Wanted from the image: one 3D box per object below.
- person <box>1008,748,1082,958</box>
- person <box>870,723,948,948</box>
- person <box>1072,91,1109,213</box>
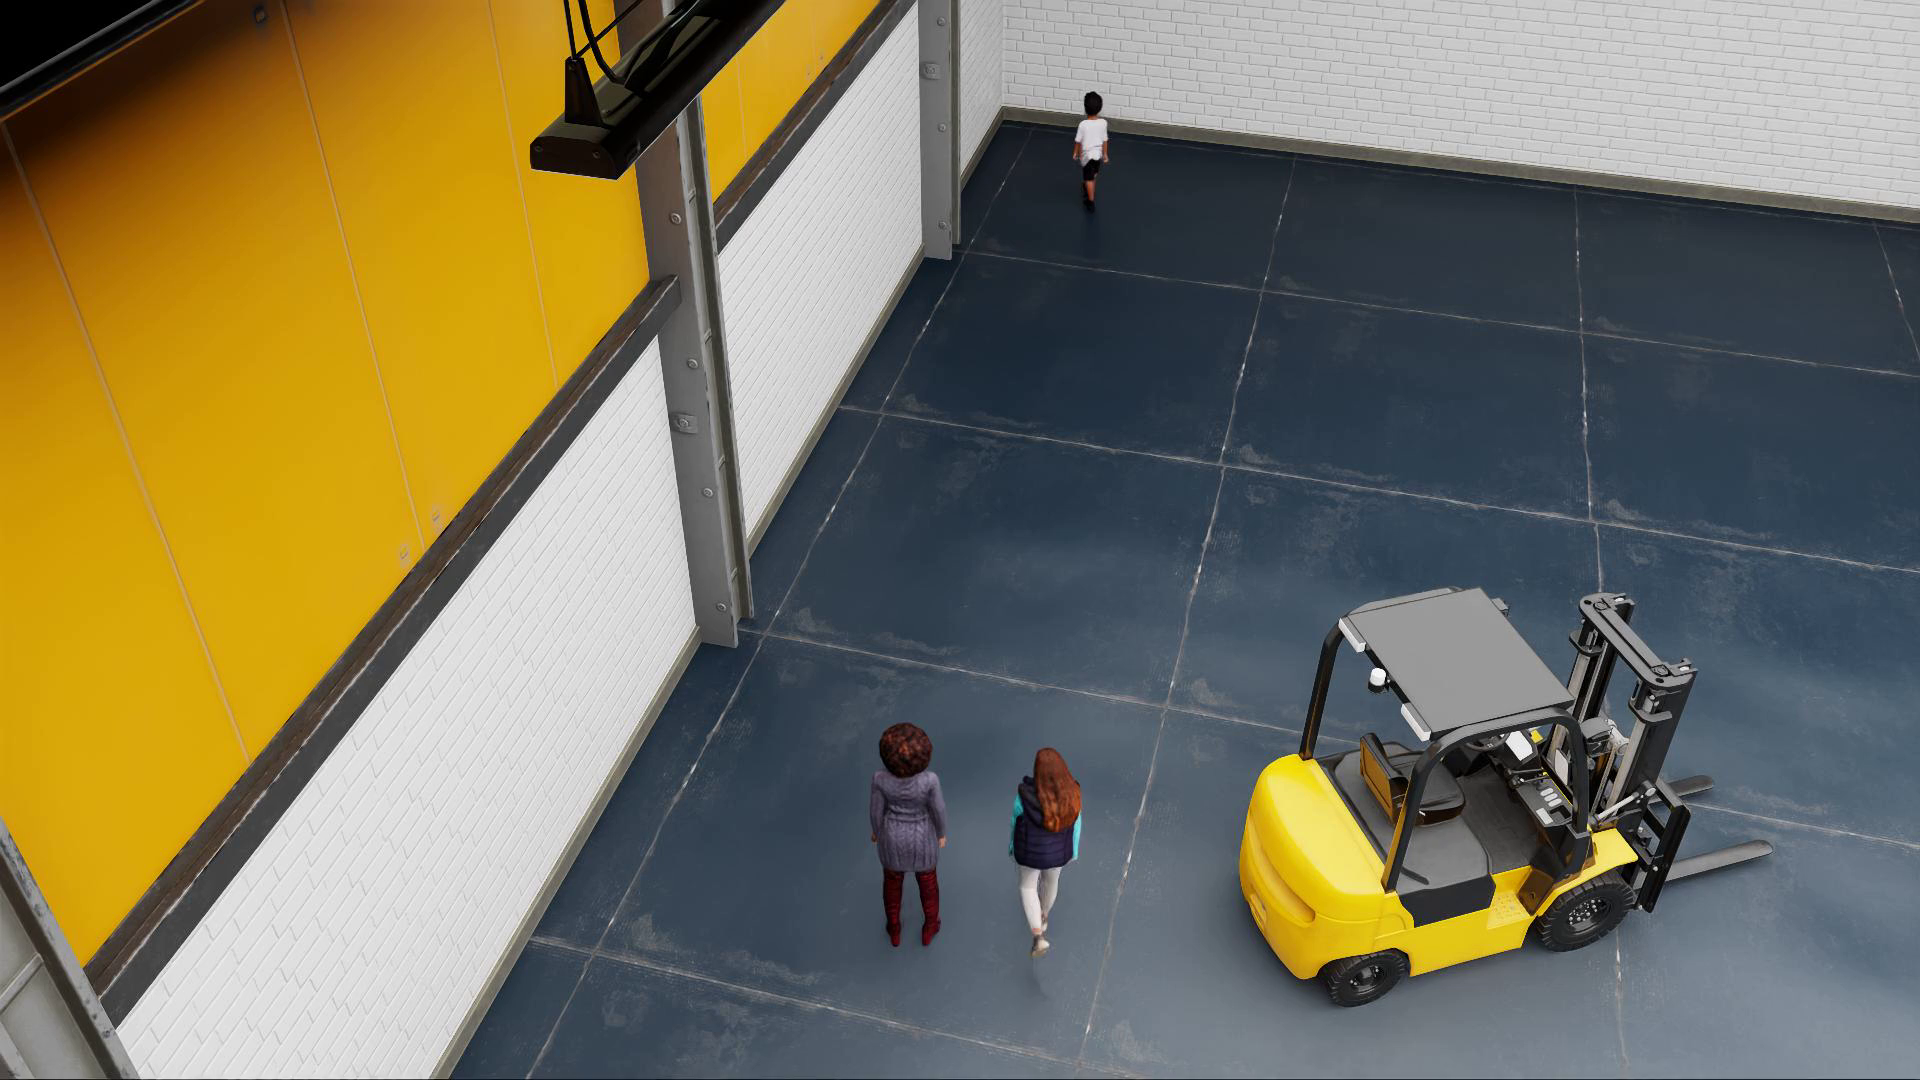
[{"bbox_3d":[0.493,1.853,9.711,0.741,1.486,0.879,-5,39,-6],"label":"person"},{"bbox_3d":[-0.305,1.733,9.681,0.633,1.710,0.574,2,39,2],"label":"person"},{"bbox_3d":[1.382,-3.991,17.222,0.713,1.244,0.819,-11,40,-14],"label":"person"}]
